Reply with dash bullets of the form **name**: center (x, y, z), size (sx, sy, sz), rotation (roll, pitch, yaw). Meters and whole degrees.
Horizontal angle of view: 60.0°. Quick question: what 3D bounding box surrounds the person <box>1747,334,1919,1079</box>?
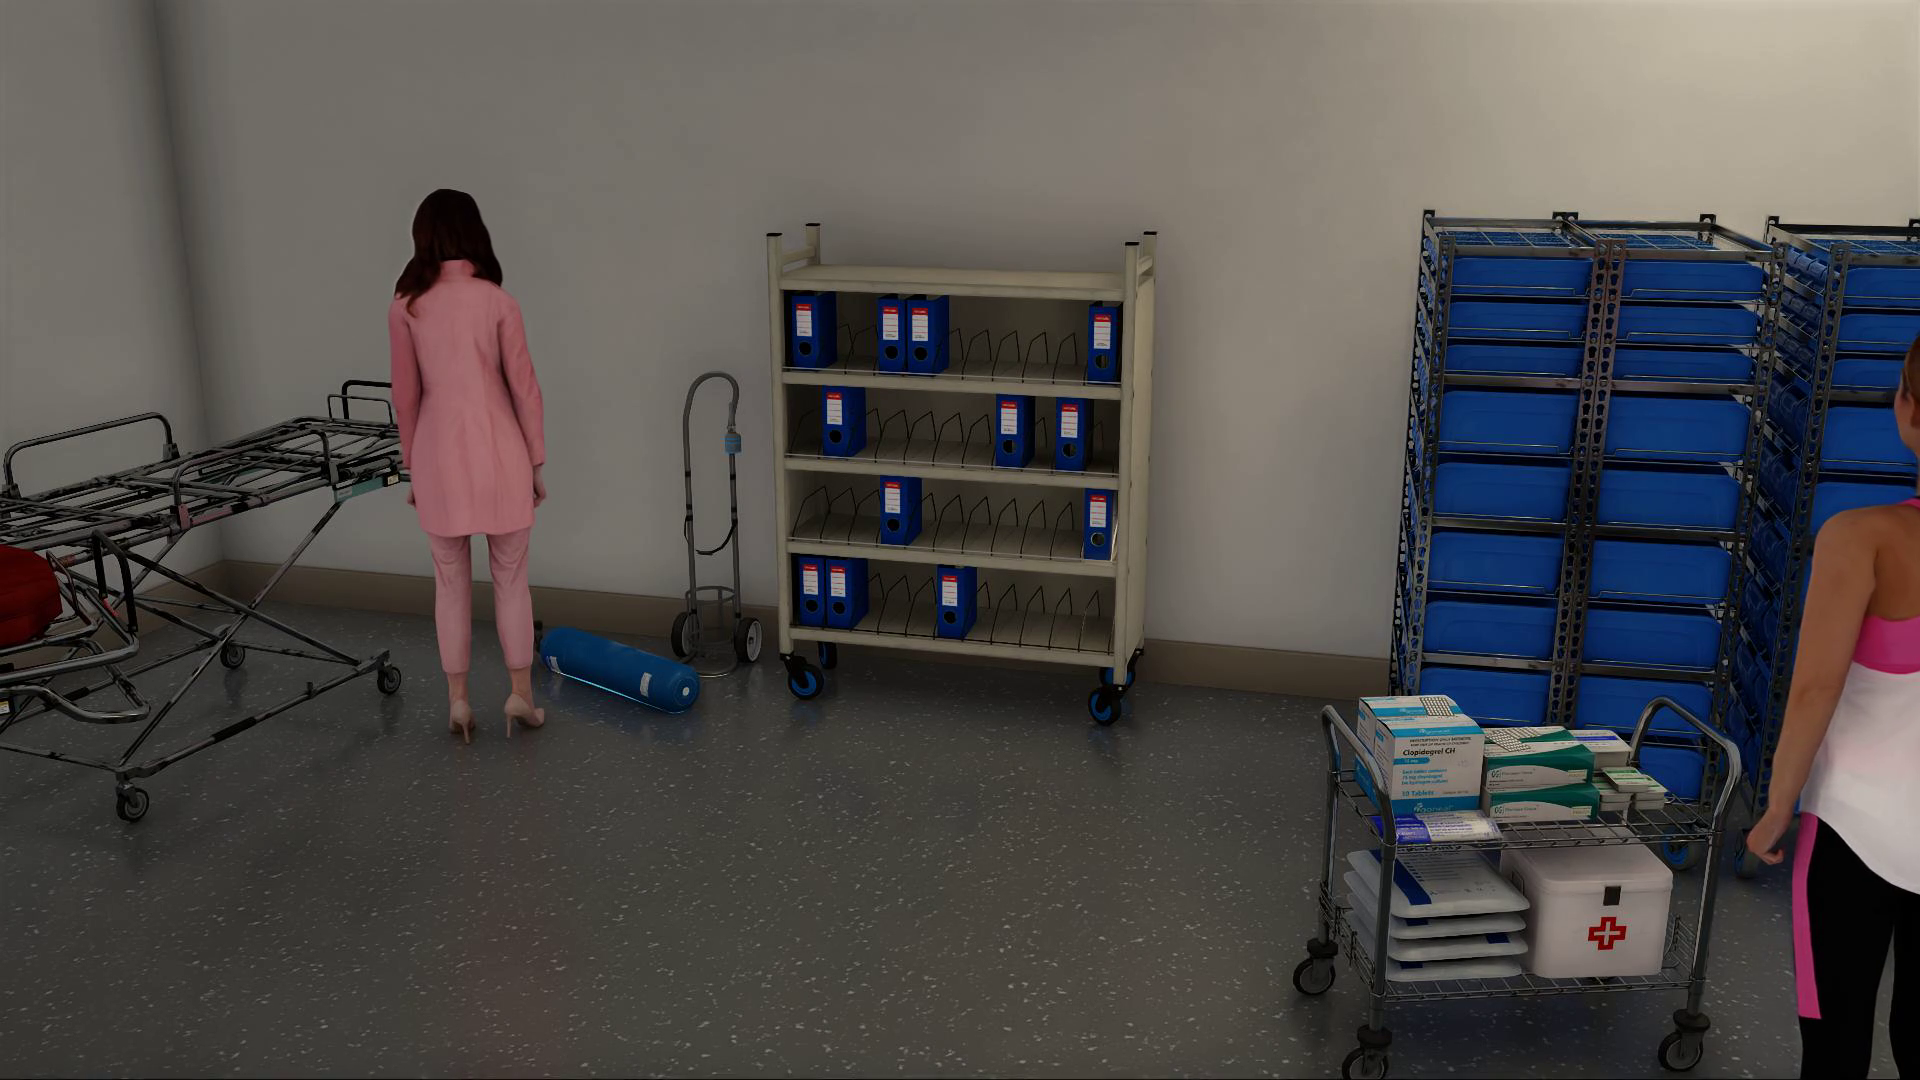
- **person**: center (1.588, 0.516, 2.797), size (0.657, 1.787, 0.602), rotation (0, 16, 0)

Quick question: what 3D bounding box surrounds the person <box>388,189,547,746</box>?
- **person**: center (-1.581, -0.219, 5.374), size (0.679, 1.803, 0.653), rotation (-2, 16, -8)
